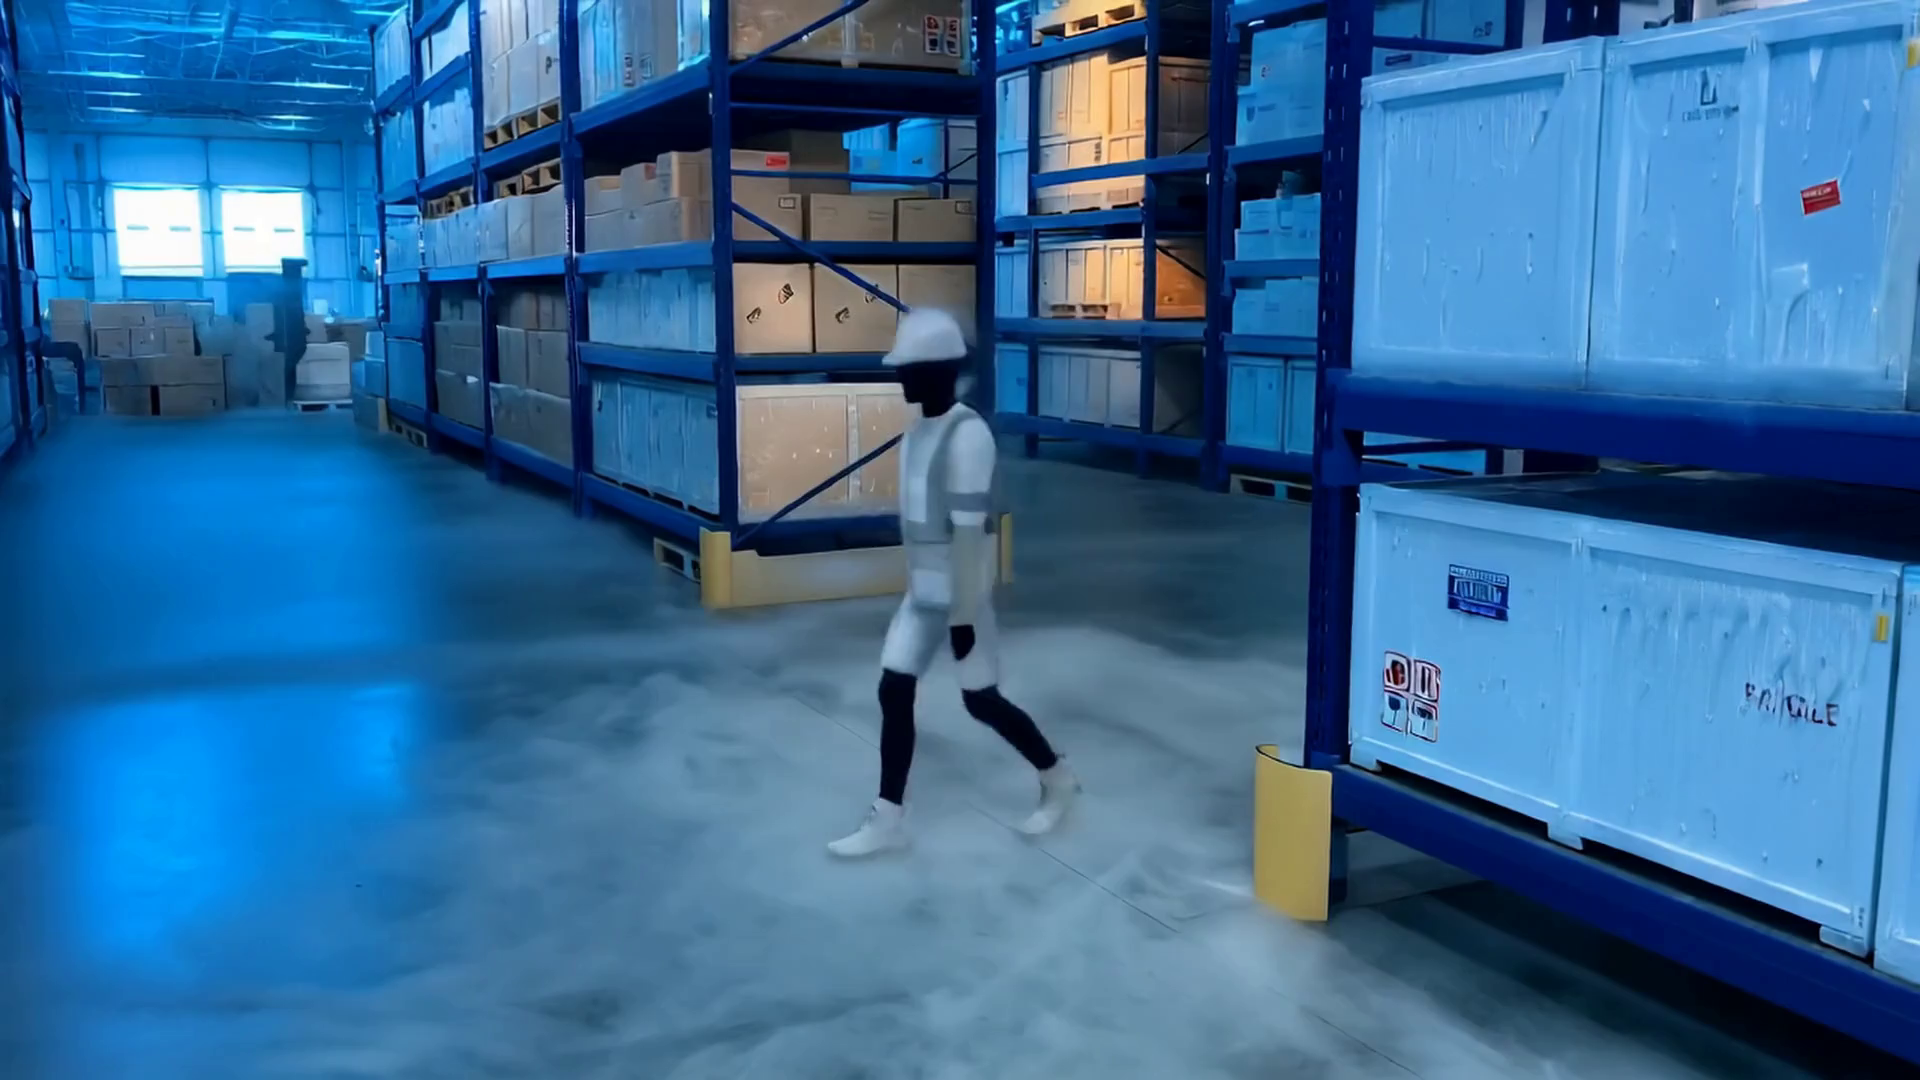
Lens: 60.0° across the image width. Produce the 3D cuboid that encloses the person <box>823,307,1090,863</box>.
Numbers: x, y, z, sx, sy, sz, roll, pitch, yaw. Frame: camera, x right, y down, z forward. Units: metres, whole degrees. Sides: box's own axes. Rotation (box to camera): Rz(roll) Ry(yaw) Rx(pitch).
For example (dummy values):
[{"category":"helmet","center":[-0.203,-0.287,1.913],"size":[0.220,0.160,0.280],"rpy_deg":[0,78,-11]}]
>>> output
[{"category":"person","center":[0.022,0.160,6.032],"size":[0.999,2.007,0.621],"rpy_deg":[-4,9,-24]}]

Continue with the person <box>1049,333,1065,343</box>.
[{"category":"person","center":[1.917,-3.629,32.344],"size":[0.379,1.937,0.547],"rpy_deg":[0,8,1]}]

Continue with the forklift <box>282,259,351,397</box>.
[{"category":"forklift","center":[-13.505,-4.315,33.843],"size":[1.873,2.768,1.129],"rpy_deg":[-4,9,-27]}]

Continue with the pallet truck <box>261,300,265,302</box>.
[{"category":"pallet truck","center":[-23.913,-7.404,58.171],"size":[1.885,1.965,0.823],"rpy_deg":[-1,8,-9]}]

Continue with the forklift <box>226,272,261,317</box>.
[{"category":"forklift","center":[-21.439,-6.646,49.917],"size":[1.873,2.768,1.129],"rpy_deg":[6,10,35]}]
